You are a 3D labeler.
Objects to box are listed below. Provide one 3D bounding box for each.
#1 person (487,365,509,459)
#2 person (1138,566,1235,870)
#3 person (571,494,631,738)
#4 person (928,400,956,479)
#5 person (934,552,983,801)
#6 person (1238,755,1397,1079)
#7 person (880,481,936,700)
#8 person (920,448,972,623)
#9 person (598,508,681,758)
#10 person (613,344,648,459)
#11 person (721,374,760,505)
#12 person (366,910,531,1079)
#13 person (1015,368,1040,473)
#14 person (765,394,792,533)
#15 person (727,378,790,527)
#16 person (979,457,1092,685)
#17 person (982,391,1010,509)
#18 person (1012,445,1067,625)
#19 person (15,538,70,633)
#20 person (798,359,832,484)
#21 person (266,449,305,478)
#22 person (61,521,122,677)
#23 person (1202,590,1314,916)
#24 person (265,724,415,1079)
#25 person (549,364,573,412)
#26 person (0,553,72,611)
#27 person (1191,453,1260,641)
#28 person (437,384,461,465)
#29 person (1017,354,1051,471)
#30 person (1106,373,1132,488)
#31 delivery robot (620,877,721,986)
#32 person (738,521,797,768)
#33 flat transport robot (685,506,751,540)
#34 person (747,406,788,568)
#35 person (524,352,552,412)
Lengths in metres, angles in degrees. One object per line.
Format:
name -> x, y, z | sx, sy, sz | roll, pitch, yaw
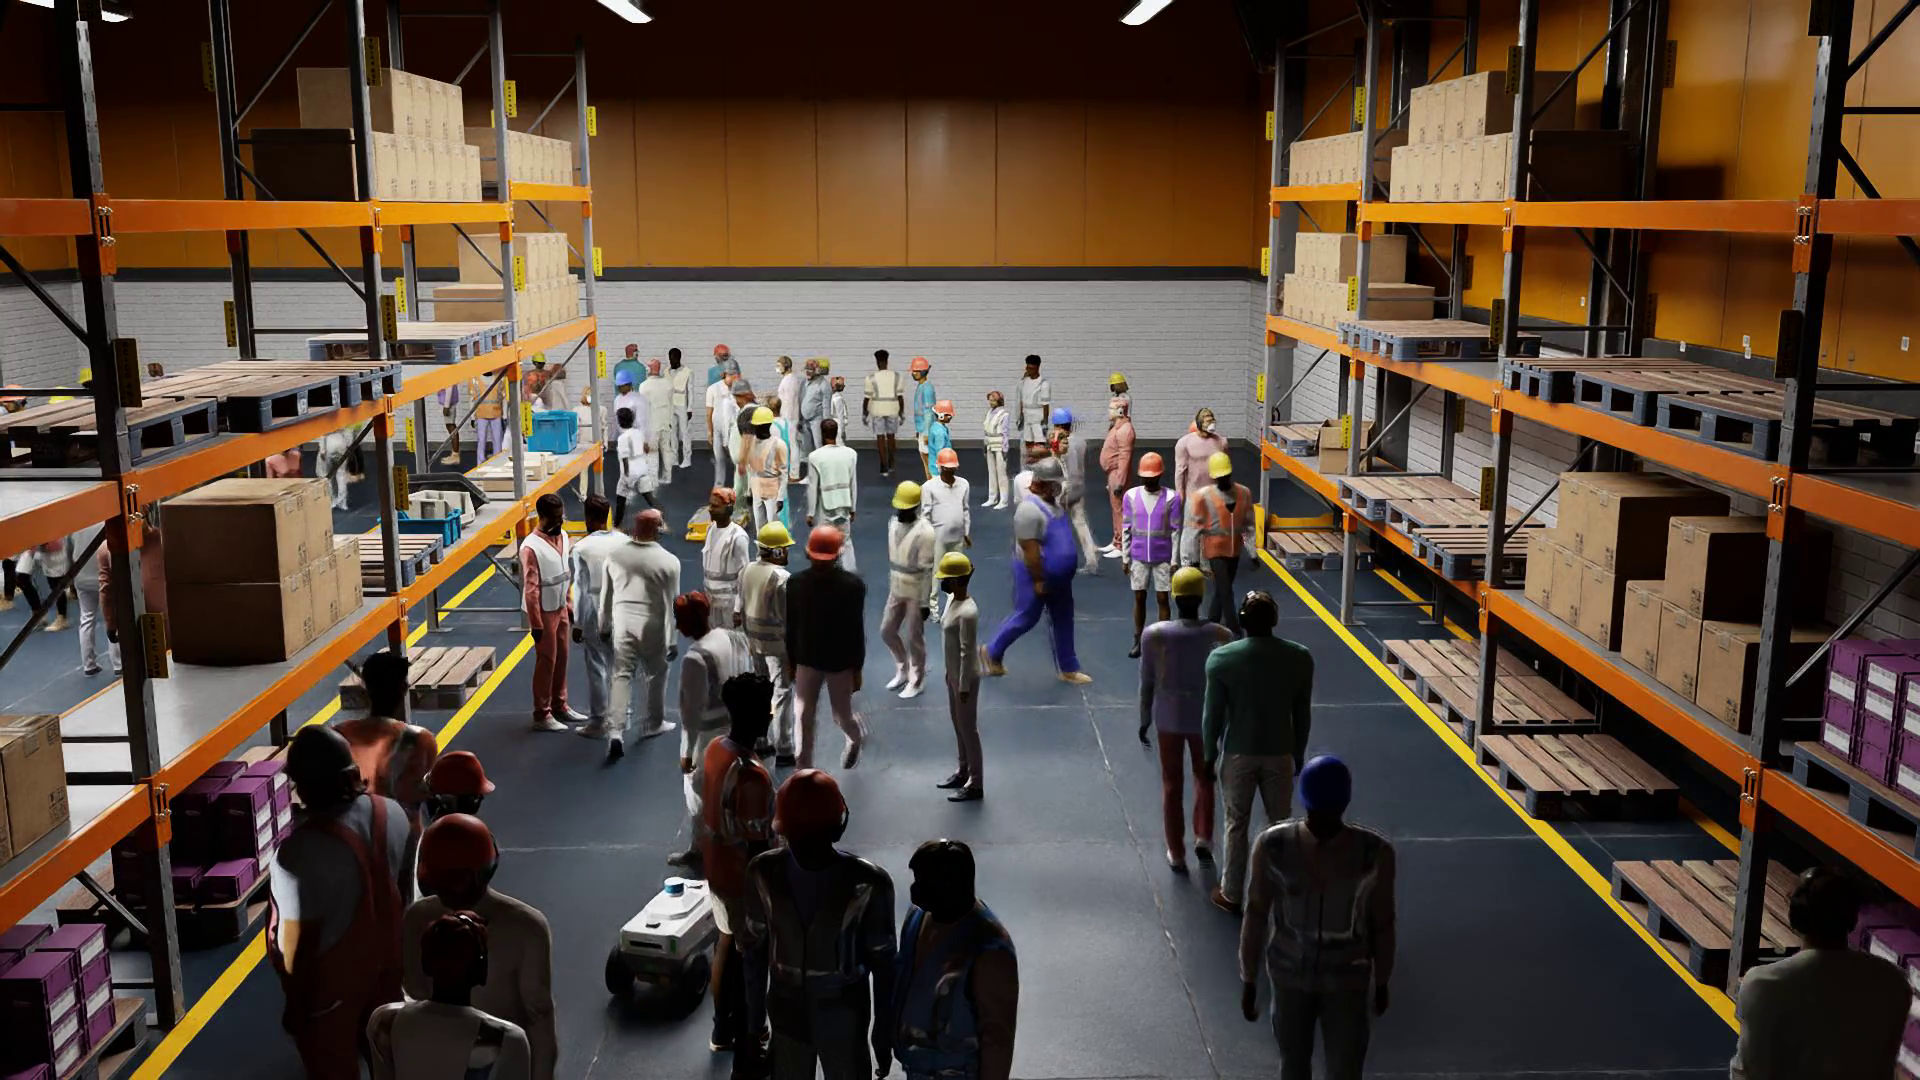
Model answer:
person -> -7.632, -2.334, 27.449 | 0.385, 1.993, 0.623 | 4, 12, 19
person -> 1.404, 1.111, 10.383 | 0.585, 1.913, 0.416 | 1, 11, 3
person -> -2.781, 0.591, 13.017 | 0.408, 1.907, 0.598 | 7, 13, 32
person -> -0.224, -0.897, 20.887 | 0.349, 1.740, 0.575 | -1, 11, -5
person -> -0.016, 0.943, 11.623 | 0.335, 1.757, 0.518 | -2, 11, -11
person -> 1.450, 1.824, 6.798 | 0.627, 1.917, 0.825 | 3, 12, 15
person -> -0.436, 0.428, 13.876 | 0.471, 1.889, 0.620 | -11, 16, -43
person -> -0.124, -0.058, 16.642 | 0.576, 1.749, 0.335 | -7, 13, -31
person -> -2.450, 0.685, 12.642 | 0.691, 1.864, 0.954 | 3, 12, 15
person -> -5.359, -2.274, 27.369 | 0.638, 1.911, 0.406 | 5, 13, 25
person -> -2.998, -1.385, 23.079 | 0.667, 1.841, 0.341 | -7, 13, -31
person -> -1.638, 2.117, 5.444 | 0.577, 1.877, 0.341 | 3, 12, 14
person -> 1.109, -1.886, 25.844 | 0.490, 1.740, 0.321 | 2, 11, 9
person -> -2.282, -0.879, 20.549 | 0.354, 1.847, 0.508 | 7, 13, 31
person -> -2.708, -1.114, 21.220 | 1.097, 2.000, 0.700 | -1, 11, -7
person -> 0.658, 0.238, 14.441 | 0.934, 2.000, 0.681 | 7, 13, 33
person -> 0.508, -1.241, 22.892 | 0.314, 1.633, 0.519 | -7, 13, -32
person -> 0.758, -0.064, 16.536 | 0.605, 1.820, 0.625 | -4, 12, -17
person -> -8.915, 0.099, 16.061 | 0.537, 1.675, 0.512 | 6, 13, 27
person -> -2.180, -1.746, 24.757 | 0.399, 1.900, 0.648 | -10, 15, -42
person -> -7.424, -0.403, 18.380 | 0.341, 1.755, 0.530 | 5, 12, 25
person -> -7.584, 0.343, 14.659 | 0.569, 1.744, 0.350 | 0, 11, -1
person -> 1.725, 1.243, 9.715 | 0.645, 1.927, 0.388 | 0, 11, -2
person -> -2.603, 1.740, 6.909 | 0.536, 2.000, 0.688 | 4, 12, 21
person -> -6.411, -2.056, 27.023 | 0.642, 1.612, 0.518 | -7, 13, -30
person -> -9.575, -0.102, 17.089 | 0.792, 1.672, 0.535 | -1, 11, -5
person -> 2.484, 0.130, 15.413 | 0.582, 1.870, 0.835 | -6, 13, -27
person -> -8.281, -2.226, 26.788 | 0.393, 2.041, 0.614 | -3, 12, -12
person -> 1.113, -1.799, 24.862 | 0.366, 1.963, 0.608 | -8, 14, -35
person -> 2.317, -1.589, 24.379 | 0.325, 1.730, 0.494 | -7, 13, -30
delivery robot -> -1.517, 2.045, 8.881 | 0.477, 0.478, 0.707 | 3, 12, 16
person -> -1.367, 0.765, 12.316 | 0.600, 1.831, 0.404 | 11, 16, 44
flat transport robot -> -3.066, -0.219, 21.182 | 0.652, 0.197, 1.431 | 0, 11, -1
person -> -2.175, -0.536, 18.601 | 0.584, 1.929, 0.374 | 9, 15, 39
person -> -6.979, -2.258, 27.665 | 0.526, 1.760, 0.340 | -8, 14, -36
